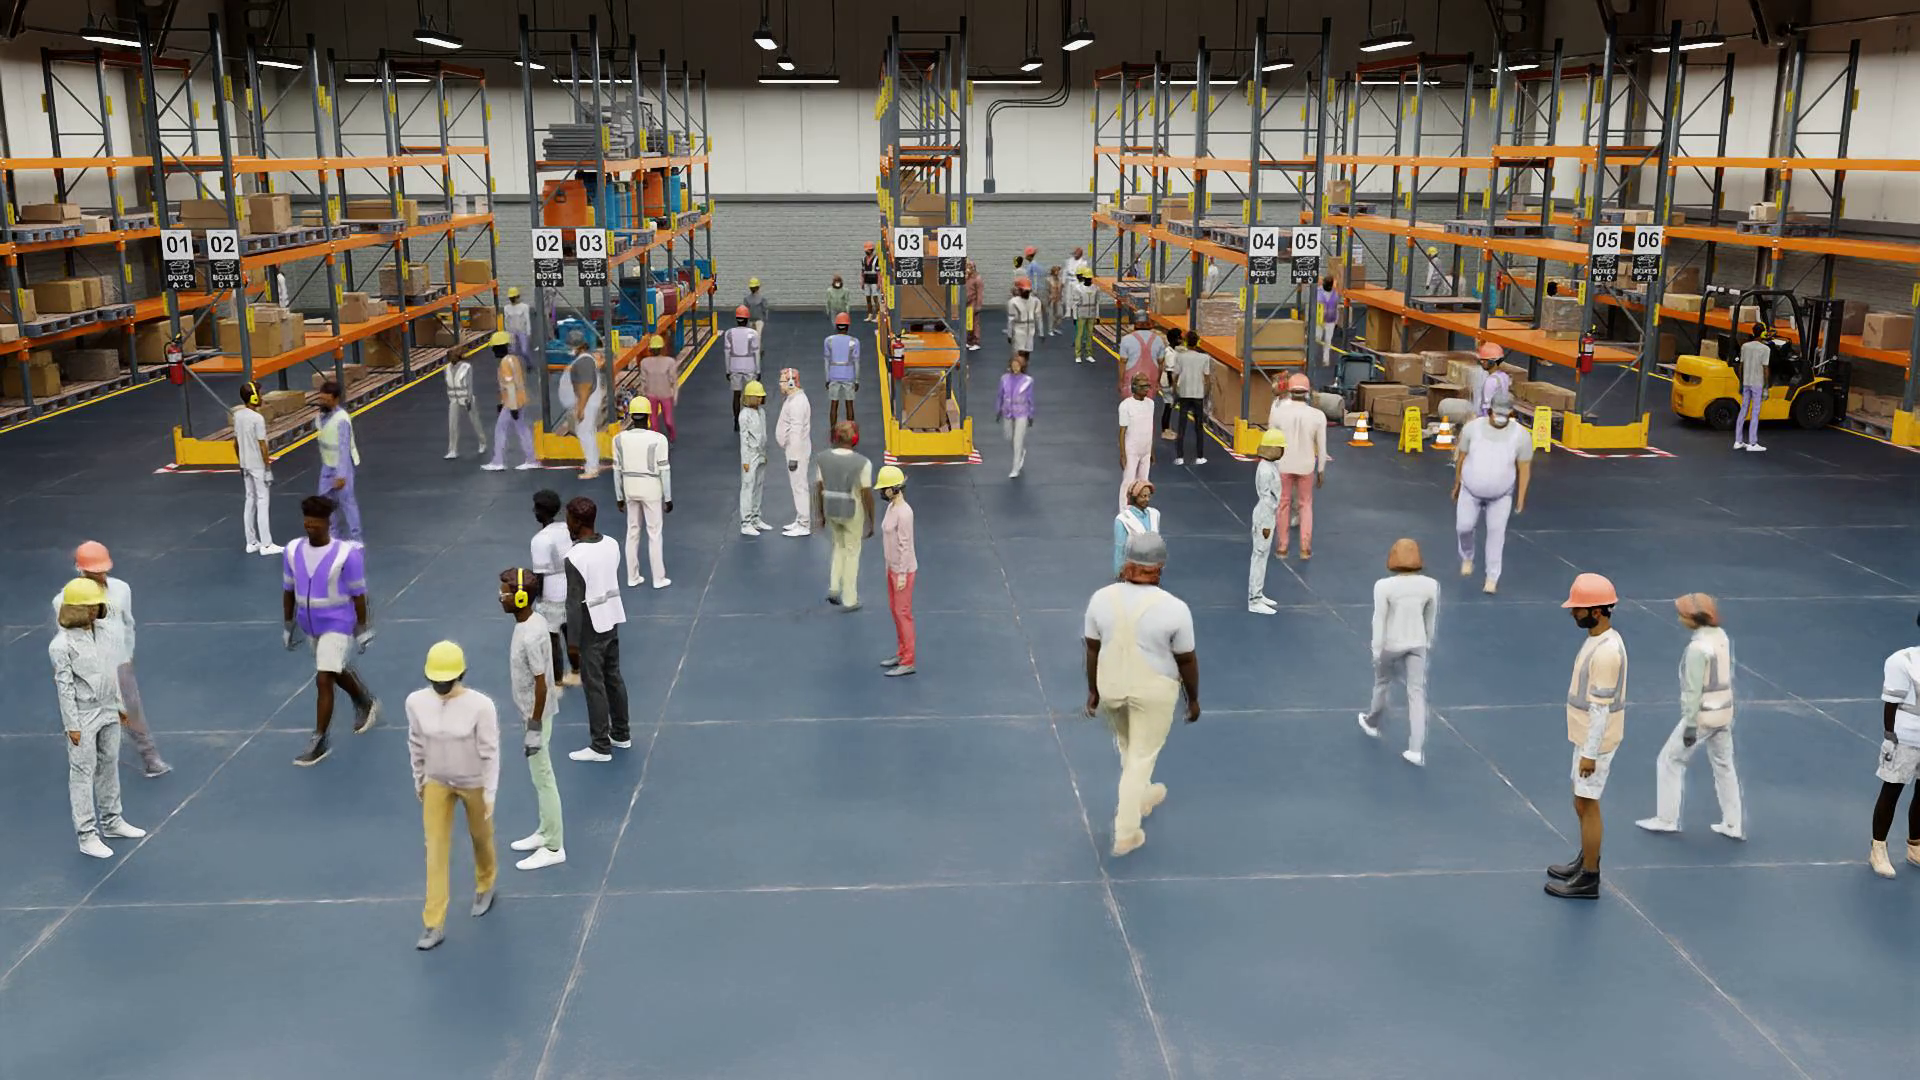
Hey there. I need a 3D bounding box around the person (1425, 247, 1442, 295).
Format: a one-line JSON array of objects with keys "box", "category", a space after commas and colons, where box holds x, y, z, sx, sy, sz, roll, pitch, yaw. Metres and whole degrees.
[{"box": [12.192, -6.633, 42.841, 0.418, 1.820, 0.614, 9, 16, 33], "category": "person"}]

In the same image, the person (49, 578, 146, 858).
[{"box": [-5.363, 1.083, 10.315, 0.292, 1.745, 0.487, 3, 14, 11], "category": "person"}]

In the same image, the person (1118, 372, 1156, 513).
[{"box": [2.012, -0.981, 18.841, 0.513, 1.845, 0.336, -10, 17, -38], "category": "person"}]

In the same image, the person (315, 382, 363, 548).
[{"box": [-6.718, -0.773, 17.889, 0.635, 1.878, 0.617, 10, 17, 36], "category": "person"}]

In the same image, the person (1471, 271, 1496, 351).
[{"box": [11.263, -4.925, 35.831, 0.586, 1.708, 0.477, 10, 17, 37], "category": "person"}]

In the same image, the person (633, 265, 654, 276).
[{"box": [-7.849, -6.241, 41.320, 0.573, 1.749, 0.339, -5, 14, -22], "category": "person"}]

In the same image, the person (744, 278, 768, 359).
[{"box": [-4.132, -4.477, 33.855, 0.532, 1.740, 0.706, 4, 14, 18], "category": "person"}]

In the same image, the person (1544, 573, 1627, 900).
[{"box": [3.656, 1.139, 9.708, 0.390, 1.923, 0.549, 4, 14, 16], "category": "person"}]

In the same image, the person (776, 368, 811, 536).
[{"box": [-1.881, -0.993, 18.795, 0.396, 1.899, 0.638, -2, 13, -7], "category": "person"}]

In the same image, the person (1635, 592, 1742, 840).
[{"box": [4.649, 1.111, 10.484, 0.670, 1.606, 0.594, 12, 18, 42], "category": "person"}]

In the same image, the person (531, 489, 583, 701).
[{"box": [-3.199, 0.434, 13.186, 0.337, 1.687, 0.582, 4, 14, 18], "category": "person"}]

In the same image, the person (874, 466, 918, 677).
[{"box": [-0.533, 0.248, 13.837, 0.342, 1.753, 0.534, -4, 14, -16], "category": "person"}]

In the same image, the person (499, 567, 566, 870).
[{"box": [-2.601, 1.079, 10.086, 0.334, 1.862, 0.517, -4, 14, -16], "category": "person"}]

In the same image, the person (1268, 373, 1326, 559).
[{"box": [3.559, -0.778, 17.669, 0.626, 1.992, 0.399, 2, 13, 6], "category": "person"}]

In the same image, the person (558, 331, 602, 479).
[{"box": [-5.039, -1.837, 22.048, 0.568, 2.000, 0.832, -4, 14, -17], "category": "person"}]

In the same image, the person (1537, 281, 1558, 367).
[{"box": [11.786, -4.330, 33.338, 0.317, 1.699, 0.540, 1, 13, 6], "category": "person"}]

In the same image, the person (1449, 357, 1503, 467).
[{"box": [7.137, -1.797, 22.595, 0.926, 1.705, 0.579, -1, 13, -3], "category": "person"}]

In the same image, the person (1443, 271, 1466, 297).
[{"box": [11.587, -5.626, 38.971, 0.511, 1.618, 0.406, 2, 13, 8], "category": "person"}]

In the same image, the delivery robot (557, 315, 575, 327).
[{"box": [-8.895, -4.877, 37.910, 0.477, 0.478, 0.707, -11, 17, -38], "category": "delivery robot"}]

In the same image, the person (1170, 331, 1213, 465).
[{"box": [3.205, -1.942, 22.958, 0.602, 1.855, 0.430, 3, 14, 11], "category": "person"}]

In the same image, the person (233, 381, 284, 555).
[{"box": [-7.582, -0.775, 17.917, 0.513, 1.871, 0.329, 9, 16, 32], "category": "person"}]

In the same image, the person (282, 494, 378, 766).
[{"box": [-4.558, 0.580, 12.066, 0.621, 1.928, 0.978, 4, 14, 15], "category": "person"}]

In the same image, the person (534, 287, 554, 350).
[{"box": [-8.996, -4.946, 35.861, 0.492, 1.740, 0.324, 7, 15, 28], "category": "person"}]

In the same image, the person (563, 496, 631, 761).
[{"box": [-2.602, 0.631, 11.889, 0.397, 1.910, 0.587, 4, 14, 18], "category": "person"}]

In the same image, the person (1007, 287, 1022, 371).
[{"box": [1.116, -4.147, 32.697, 0.307, 1.639, 0.525, 11, 17, 38], "category": "person"}]

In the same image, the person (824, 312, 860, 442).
[{"box": [-1.748, -2.418, 24.765, 0.537, 1.930, 0.379, 1, 13, 3], "category": "person"}]

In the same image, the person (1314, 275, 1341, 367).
[{"box": [7.292, -4.384, 33.281, 0.632, 1.830, 0.488, -1, 13, -4], "category": "person"}]

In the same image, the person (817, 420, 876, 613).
[{"box": [-1.063, -0.217, 15.620, 0.593, 1.833, 0.451, 7, 15, 28], "category": "person"}]

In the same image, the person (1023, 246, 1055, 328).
[{"box": [1.862, -6.087, 40.149, 0.859, 2.006, 0.625, 1, 13, 2], "category": "person"}]

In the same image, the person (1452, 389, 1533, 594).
[{"box": [5.273, -0.528, 16.505, 0.733, 2.000, 0.804, 5, 14, 19], "category": "person"}]

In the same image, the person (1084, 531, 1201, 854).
[{"box": [1.214, 0.893, 10.484, 0.695, 2.000, 0.978, 9, 16, 34], "category": "person"}]

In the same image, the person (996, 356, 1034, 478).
[{"box": [0.777, -1.679, 22.290, 0.522, 1.613, 0.666, 7, 15, 28], "category": "person"}]
